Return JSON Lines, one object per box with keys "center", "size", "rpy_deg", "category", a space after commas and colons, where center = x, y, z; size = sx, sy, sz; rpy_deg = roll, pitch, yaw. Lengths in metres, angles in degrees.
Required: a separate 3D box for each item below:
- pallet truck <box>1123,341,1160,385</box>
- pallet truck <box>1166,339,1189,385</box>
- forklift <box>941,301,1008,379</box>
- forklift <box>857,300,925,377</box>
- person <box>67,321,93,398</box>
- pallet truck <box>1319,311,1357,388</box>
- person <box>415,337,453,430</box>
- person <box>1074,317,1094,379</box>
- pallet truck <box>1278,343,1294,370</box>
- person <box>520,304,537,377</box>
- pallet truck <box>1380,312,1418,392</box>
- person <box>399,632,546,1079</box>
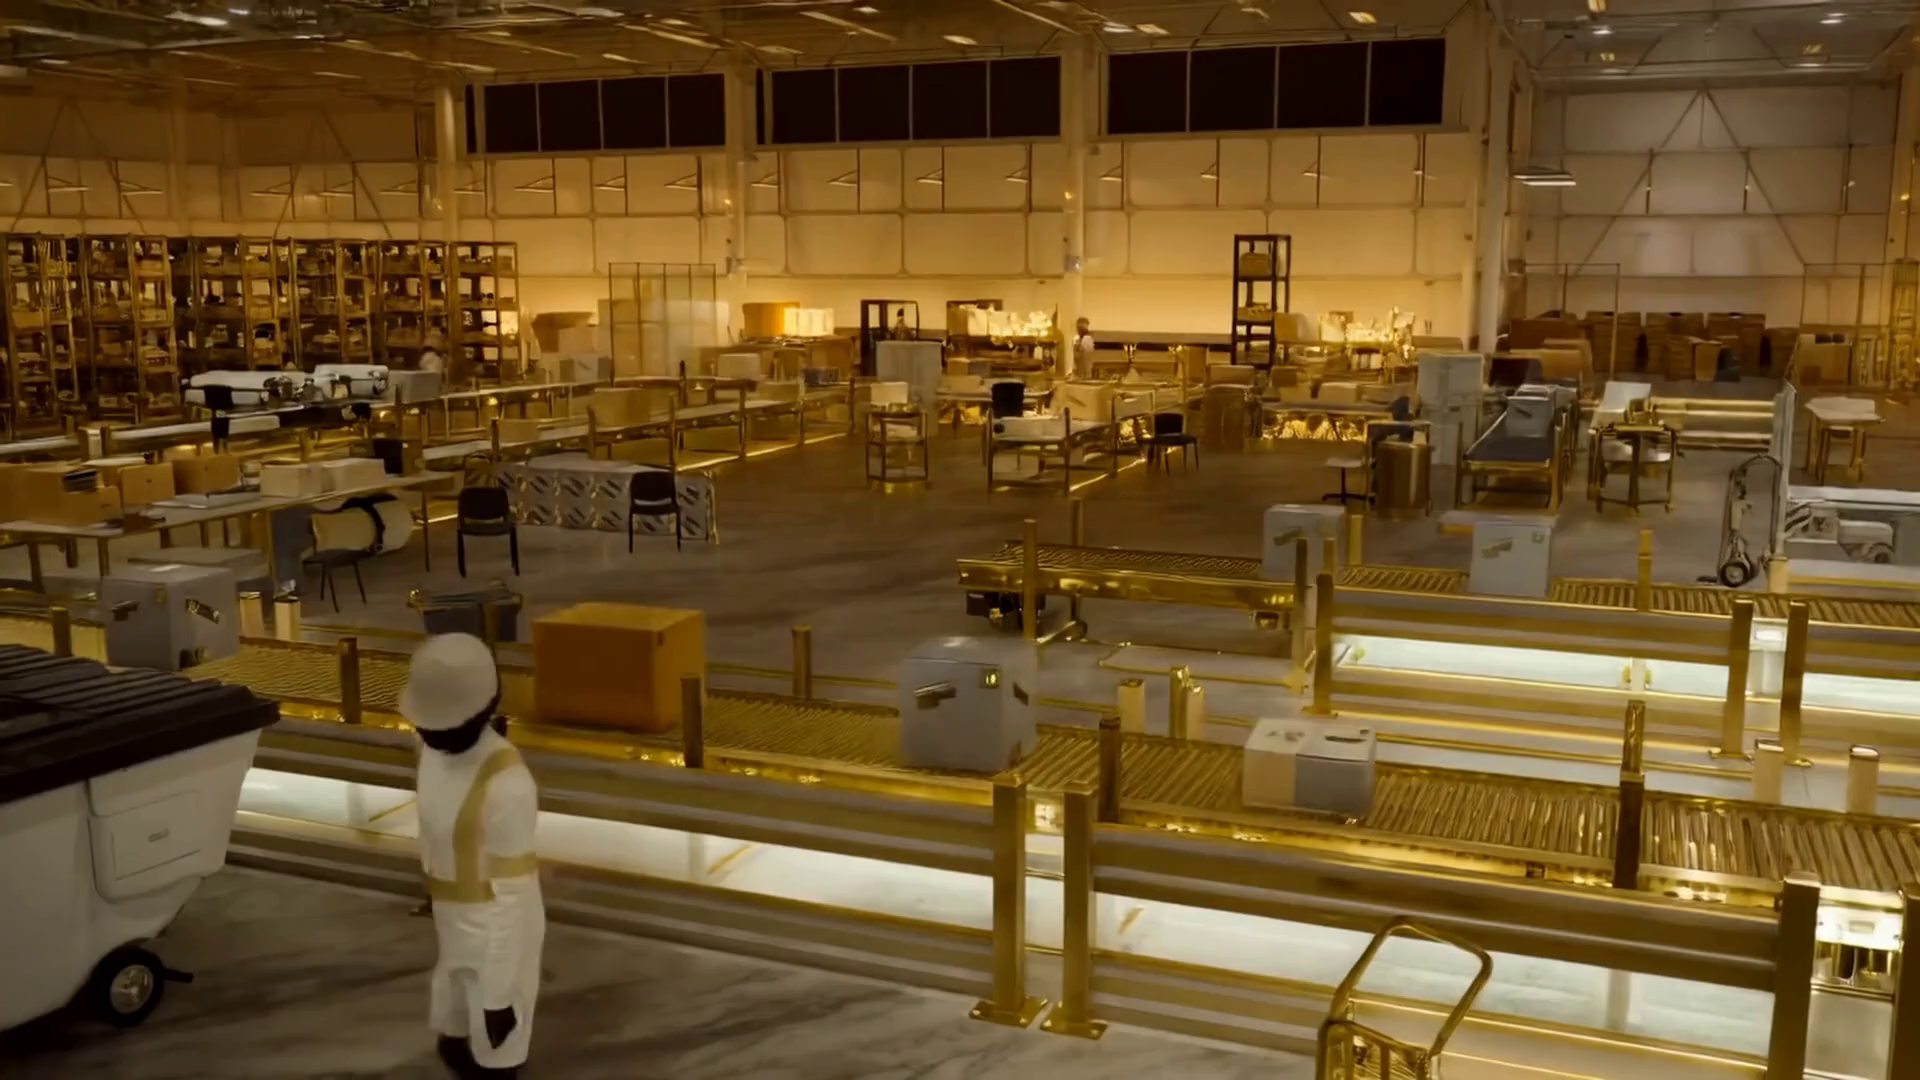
{"center": [4.445, -4.380, 41.279], "size": [0.680, 1.201, 1.601], "rpy_deg": [4, 10, 22], "category": "pallet truck"}
{"center": [5.418, -4.269, 40.420], "size": [0.704, 1.261, 1.522], "rpy_deg": [3, 10, 20], "category": "pallet truck"}
{"center": [0.365, -4.966, 41.571], "size": [1.157, 1.987, 2.680], "rpy_deg": [3, 10, 20], "category": "forklift"}
{"center": [-1.732, -5.109, 42.468], "size": [1.157, 1.987, 2.680], "rpy_deg": [4, 10, 22], "category": "forklift"}
{"center": [-19.249, -3.863, 36.357], "size": [0.588, 1.812, 0.814], "rpy_deg": [5, 11, 28], "category": "person"}
{"center": [9.071, -4.419, 39.190], "size": [0.823, 1.965, 1.885], "rpy_deg": [5, 10, 26], "category": "pallet truck"}
{"center": [-9.844, -2.937, 31.066], "size": [0.527, 1.720, 0.923], "rpy_deg": [7, 12, 36], "category": "person"}
{"center": [2.335, -3.391, 32.916], "size": [0.906, 2.007, 0.629], "rpy_deg": [3, 10, 16], "category": "person"}
{"center": [7.886, -4.163, 39.743], "size": [0.653, 1.274, 1.630], "rpy_deg": [4, 10, 22], "category": "pallet truck"}
{"center": [-11.899, -5.477, 45.607], "size": [0.378, 1.996, 0.611], "rpy_deg": [-8, 12, -41], "category": "person"}
{"center": [10.207, -4.283, 38.369], "size": [0.823, 1.965, 1.885], "rpy_deg": [3, 10, 20], "category": "pallet truck"}
{"center": [-1.464, 1.219, 5.037], "size": [0.520, 1.993, 0.694], "rpy_deg": [-8, 12, -39], "category": "person"}
